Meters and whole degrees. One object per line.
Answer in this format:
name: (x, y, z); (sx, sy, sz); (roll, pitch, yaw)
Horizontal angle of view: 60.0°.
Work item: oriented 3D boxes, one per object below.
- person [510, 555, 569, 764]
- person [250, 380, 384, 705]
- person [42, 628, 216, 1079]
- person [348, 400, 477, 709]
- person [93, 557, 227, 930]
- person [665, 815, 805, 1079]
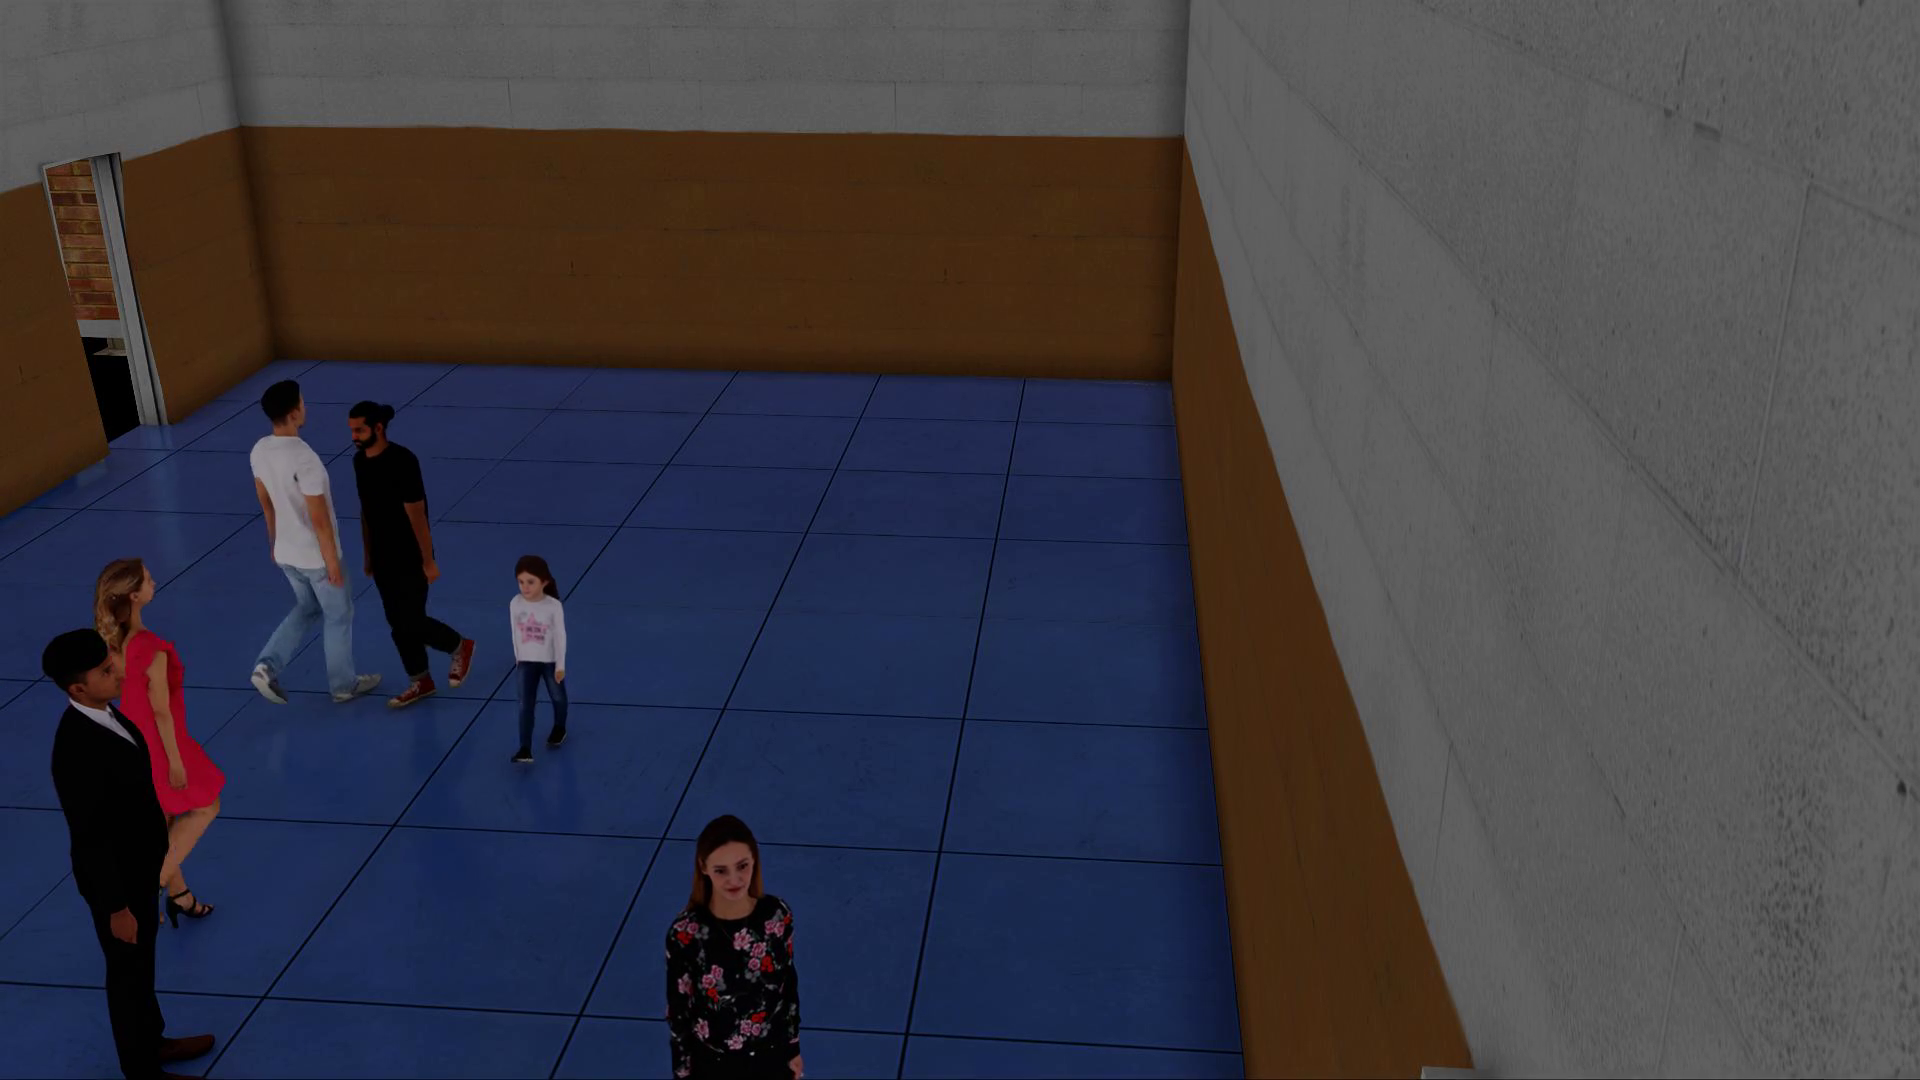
person: (-2.154, 0.580, 8.635); (0.657, 1.090, 0.524); (3, 22, 7)
person: (-3.542, 0.081, 8.867); (1.008, 1.844, 0.996); (14, 26, 32)
person: (-3.079, 1.188, 6.058); (0.711, 1.883, 0.766); (-7, 23, -17)
person: (-2.977, 0.060, 9.057); (0.849, 1.741, 0.903); (12, 25, 28)
person: (-3.453, 0.909, 6.977); (0.774, 1.717, 0.814); (15, 26, 33)
person: (-0.710, 1.620, 5.254); (0.596, 1.682, 0.709); (-9, 24, -21)
